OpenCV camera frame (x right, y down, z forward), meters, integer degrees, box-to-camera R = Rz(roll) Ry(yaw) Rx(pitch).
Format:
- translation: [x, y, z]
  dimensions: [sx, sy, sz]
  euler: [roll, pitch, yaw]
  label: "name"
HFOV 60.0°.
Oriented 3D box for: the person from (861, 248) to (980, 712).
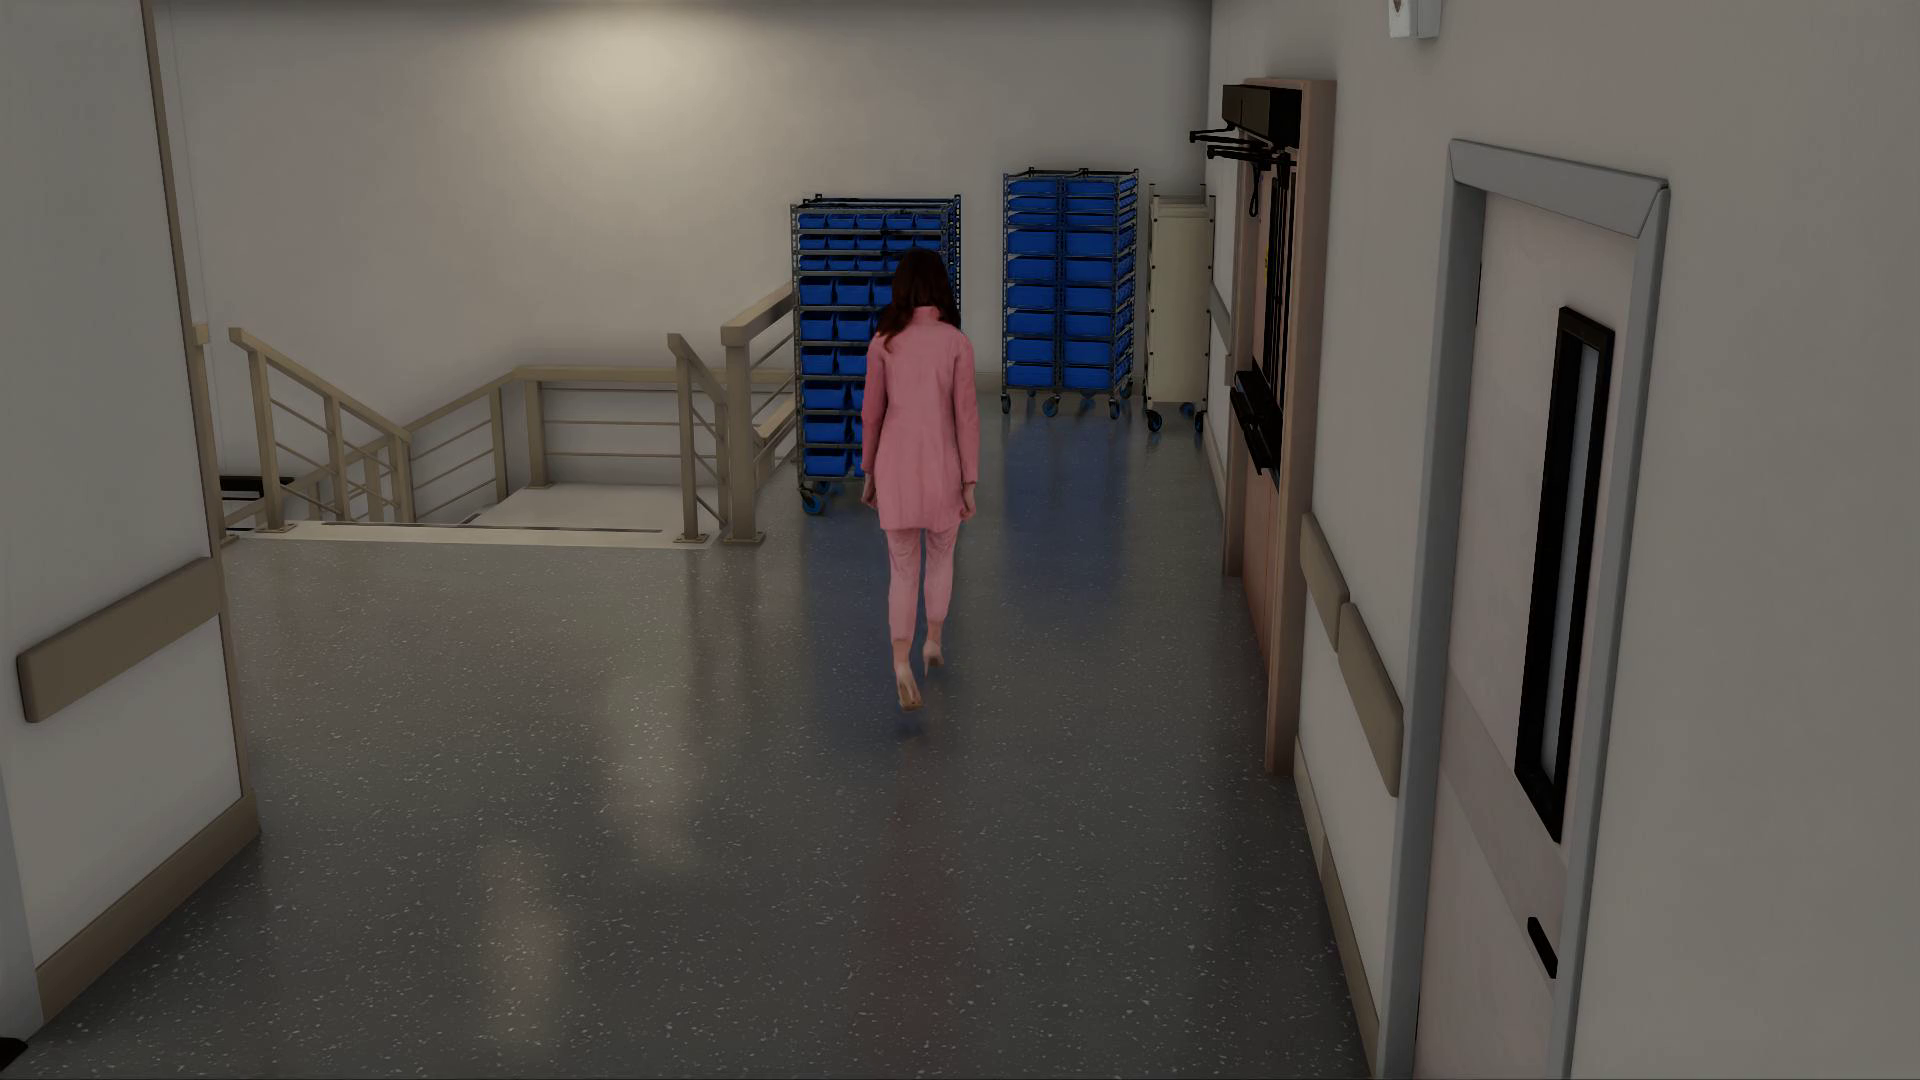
- translation: [-0.167, -0.188, 6.402]
  dimensions: [0.635, 1.766, 1.091]
  euler: [1, 16, 3]
  label: "person"
